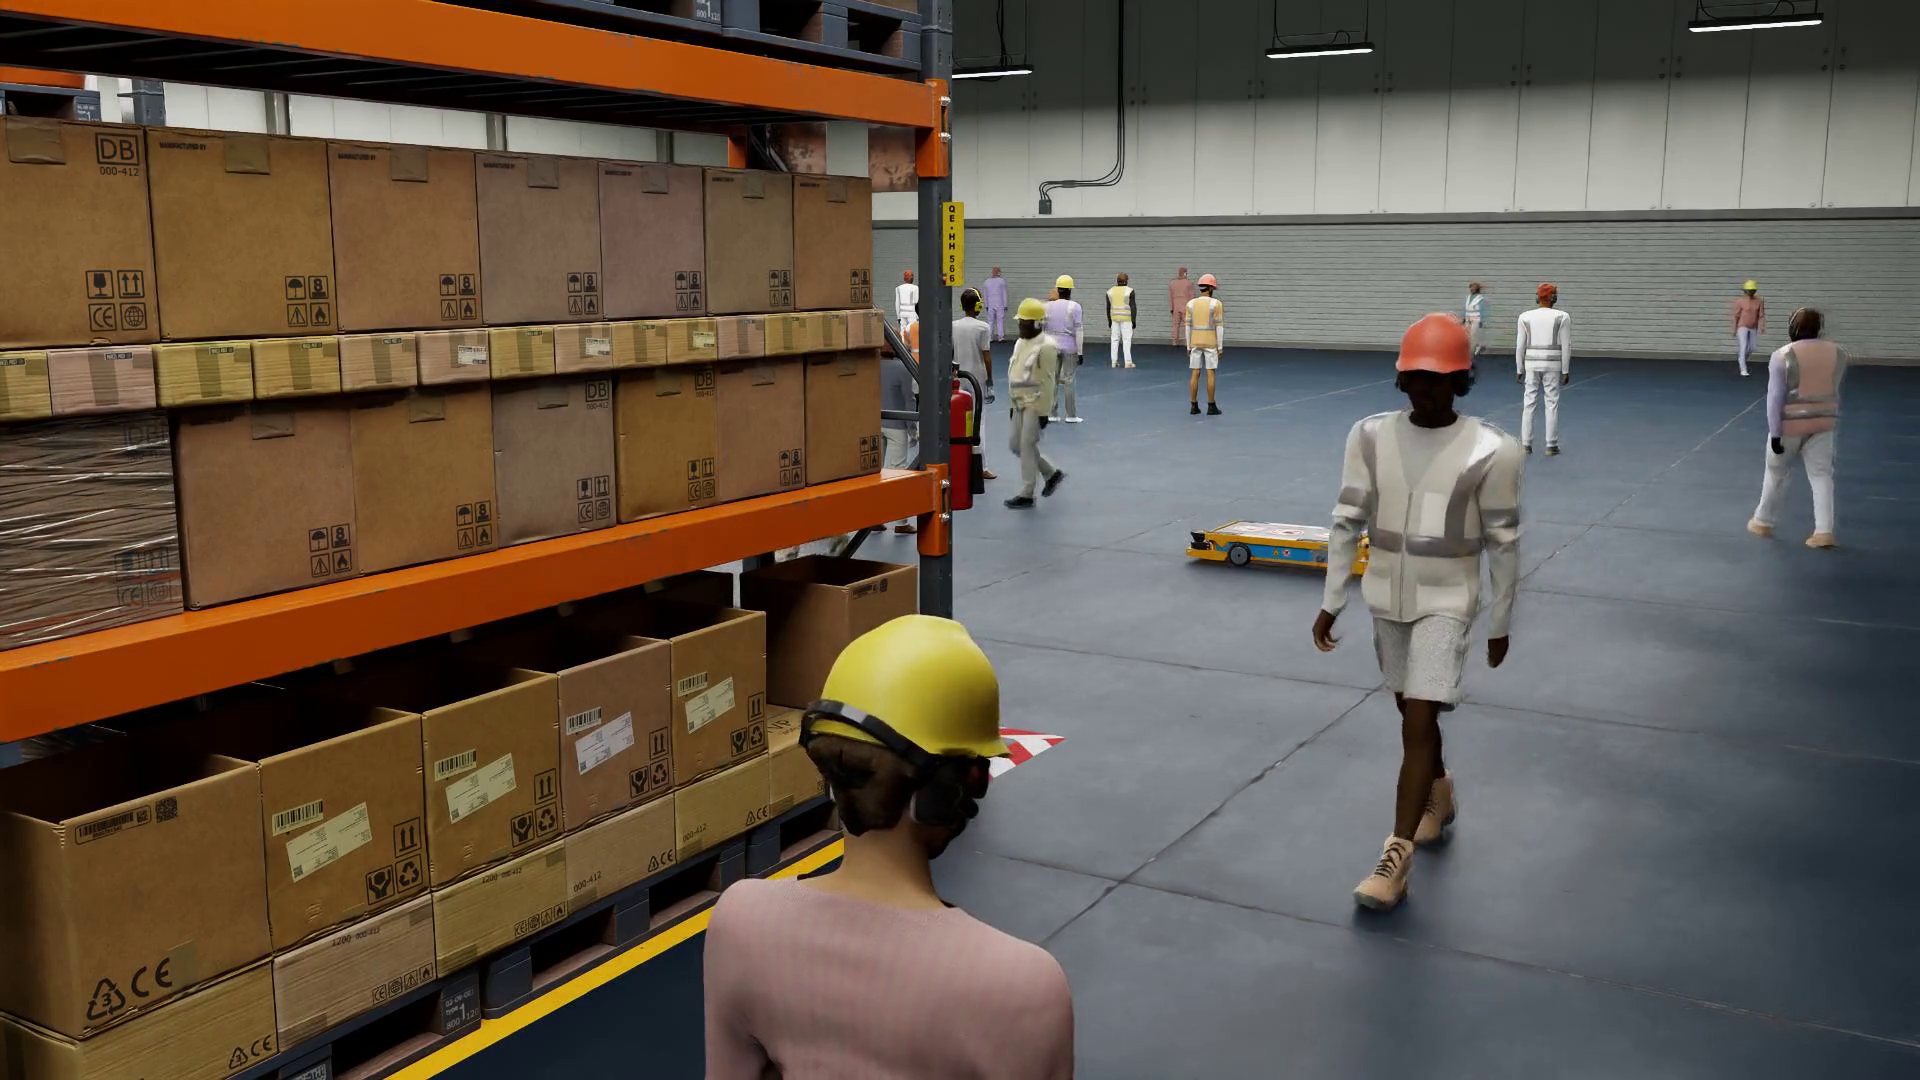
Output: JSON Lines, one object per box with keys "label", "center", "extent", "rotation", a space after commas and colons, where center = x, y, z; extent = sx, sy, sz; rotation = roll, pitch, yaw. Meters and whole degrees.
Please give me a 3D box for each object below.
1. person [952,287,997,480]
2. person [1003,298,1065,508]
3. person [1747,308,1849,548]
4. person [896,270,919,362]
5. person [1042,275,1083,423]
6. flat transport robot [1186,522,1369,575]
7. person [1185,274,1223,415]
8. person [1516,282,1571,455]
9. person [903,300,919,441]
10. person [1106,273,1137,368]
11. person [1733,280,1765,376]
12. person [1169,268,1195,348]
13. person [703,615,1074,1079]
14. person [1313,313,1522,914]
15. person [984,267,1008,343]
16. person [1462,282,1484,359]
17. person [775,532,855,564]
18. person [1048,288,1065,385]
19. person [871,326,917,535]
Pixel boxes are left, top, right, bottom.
{"label": "person", "center": [0.109, -1.512, 16.186], "extent": [0.520, 1.873, 0.328], "rotation": [6, 11, 30]}
{"label": "person", "center": [0.648, -1.184, 14.409], "extent": [0.569, 1.816, 0.611], "rotation": [-4, 10, -22]}
{"label": "person", "center": [6.370, -0.854, 12.594], "extent": [0.616, 1.796, 0.983], "rotation": [0, 10, 0]}
{"label": "person", "center": [-1.052, -4.605, 34.265], "extent": [0.574, 1.883, 0.355], "rotation": [6, 11, 30]}
{"label": "person", "center": [1.351, -2.490, 21.746], "extent": [0.586, 1.928, 0.369], "rotation": [6, 11, 30]}
{"label": "flat transport robot", "center": [2.392, 0.041, 11.772], "extent": [1.431, 0.197, 0.652], "rotation": [6, 11, 30]}
{"label": "person", "center": [3.371, -2.681, 22.866], "extent": [0.543, 1.928, 0.373], "rotation": [6, 11, 30]}
{"label": "person", "center": [6.400, -1.874, 18.262], "extent": [0.574, 1.887, 0.355], "rotation": [6, 11, 30]}
{"label": "person", "center": [-0.417, -1.986, 19.472], "extent": [0.532, 1.697, 0.320], "rotation": [6, 11, 30]}
{"label": "person", "center": [3.171, -4.283, 32.498], "extent": [0.621, 1.845, 0.429], "rotation": [6, 11, 30]}
{"label": "person", "center": [14.404, -3.891, 30.454], "extent": [0.523, 1.746, 0.628], "rotation": [0, 10, 0]}
{"label": "person", "center": [5.303, -5.532, 39.640], "extent": [0.639, 1.902, 0.407], "rotation": [6, 11, 30]}
{"label": "person", "center": [-0.067, 0.962, 2.035], "extent": [0.524, 1.760, 0.327], "rotation": [6, 11, 30]}
{"label": "person", "center": [1.615, 0.208, 5.810], "extent": [0.613, 1.994, 1.073], "rotation": [8, 13, 39]}
{"label": "person", "center": [0.924, -5.897, 41.755], "extent": [0.639, 1.910, 0.407], "rotation": [6, 11, 30]}
{"label": "person", "center": [10.915, -4.641, 35.224], "extent": [0.528, 1.618, 0.519], "rotation": [-5, 11, -25]}
{"label": "person", "center": [-0.827, -0.259, 9.654], "extent": [0.534, 1.585, 0.868], "rotation": [8, 13, 40]}
{"label": "person", "center": [1.625, -3.450, 28.225], "extent": [0.499, 1.634, 0.279], "rotation": [6, 11, 30]}
{"label": "person", "center": [-0.552, -0.852, 13.015], "extent": [0.499, 1.634, 0.279], "rotation": [6, 11, 30]}
